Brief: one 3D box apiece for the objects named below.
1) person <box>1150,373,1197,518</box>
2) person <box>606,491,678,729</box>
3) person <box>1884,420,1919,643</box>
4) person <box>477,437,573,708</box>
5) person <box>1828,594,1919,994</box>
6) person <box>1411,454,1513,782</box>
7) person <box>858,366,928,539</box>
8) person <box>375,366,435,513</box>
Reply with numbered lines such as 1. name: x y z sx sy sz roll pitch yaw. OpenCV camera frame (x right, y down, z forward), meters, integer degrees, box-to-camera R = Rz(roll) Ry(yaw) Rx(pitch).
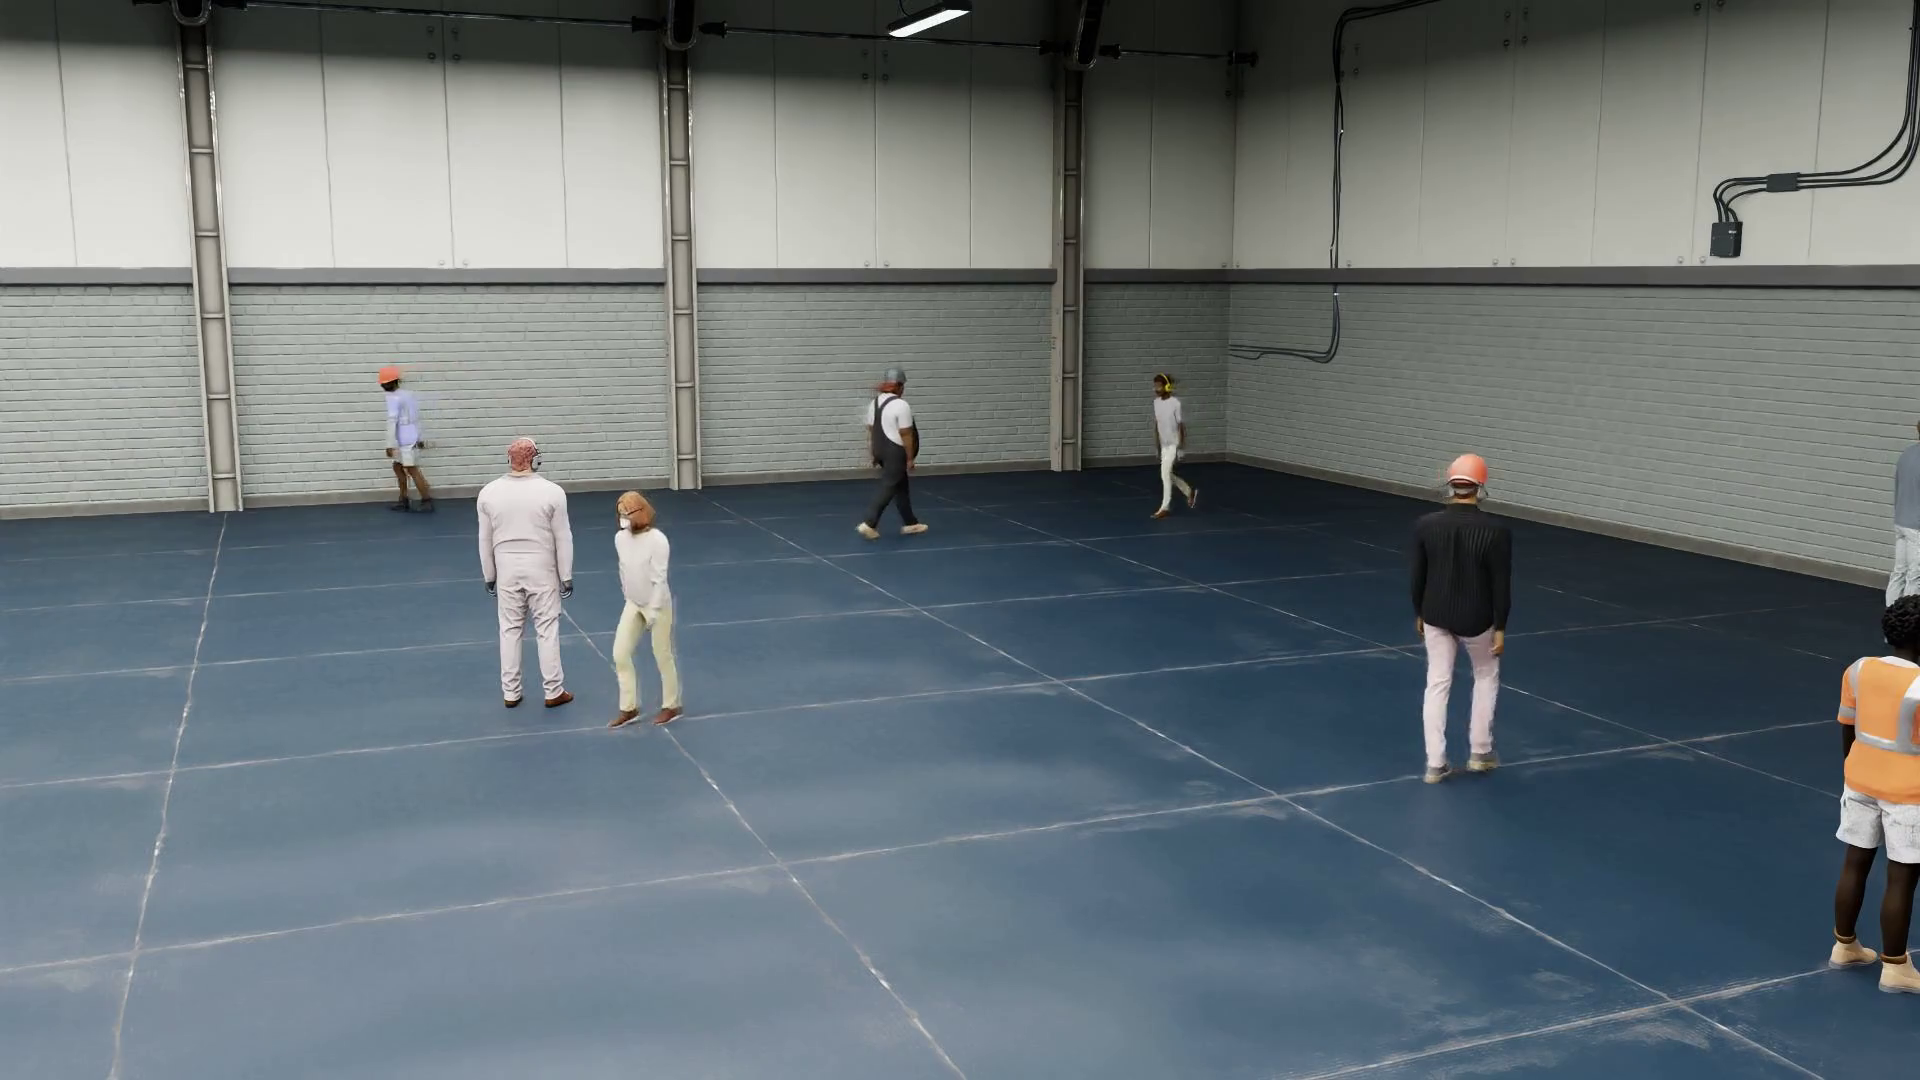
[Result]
1. person: 2.704 -1.198 20.942 0.704 1.832 0.526 -6 11 -32
2. person: -2.130 0.476 11.105 0.506 1.603 0.633 6 11 31
3. person: 7.790 -0.074 13.499 0.377 1.940 0.629 1 9 5
4. person: -3.028 0.231 11.688 0.648 1.907 0.401 1 9 3
5. person: 3.984 1.067 7.095 0.317 1.695 0.540 -3 9 -17
6. person: 3.057 0.459 10.080 0.627 1.965 0.763 6 11 34
7. person: -0.794 -1.040 19.247 1.007 2.000 0.687 -6 11 -32
8. person: -7.077 -1.268 21.137 0.772 1.885 0.560 0 9 -2
